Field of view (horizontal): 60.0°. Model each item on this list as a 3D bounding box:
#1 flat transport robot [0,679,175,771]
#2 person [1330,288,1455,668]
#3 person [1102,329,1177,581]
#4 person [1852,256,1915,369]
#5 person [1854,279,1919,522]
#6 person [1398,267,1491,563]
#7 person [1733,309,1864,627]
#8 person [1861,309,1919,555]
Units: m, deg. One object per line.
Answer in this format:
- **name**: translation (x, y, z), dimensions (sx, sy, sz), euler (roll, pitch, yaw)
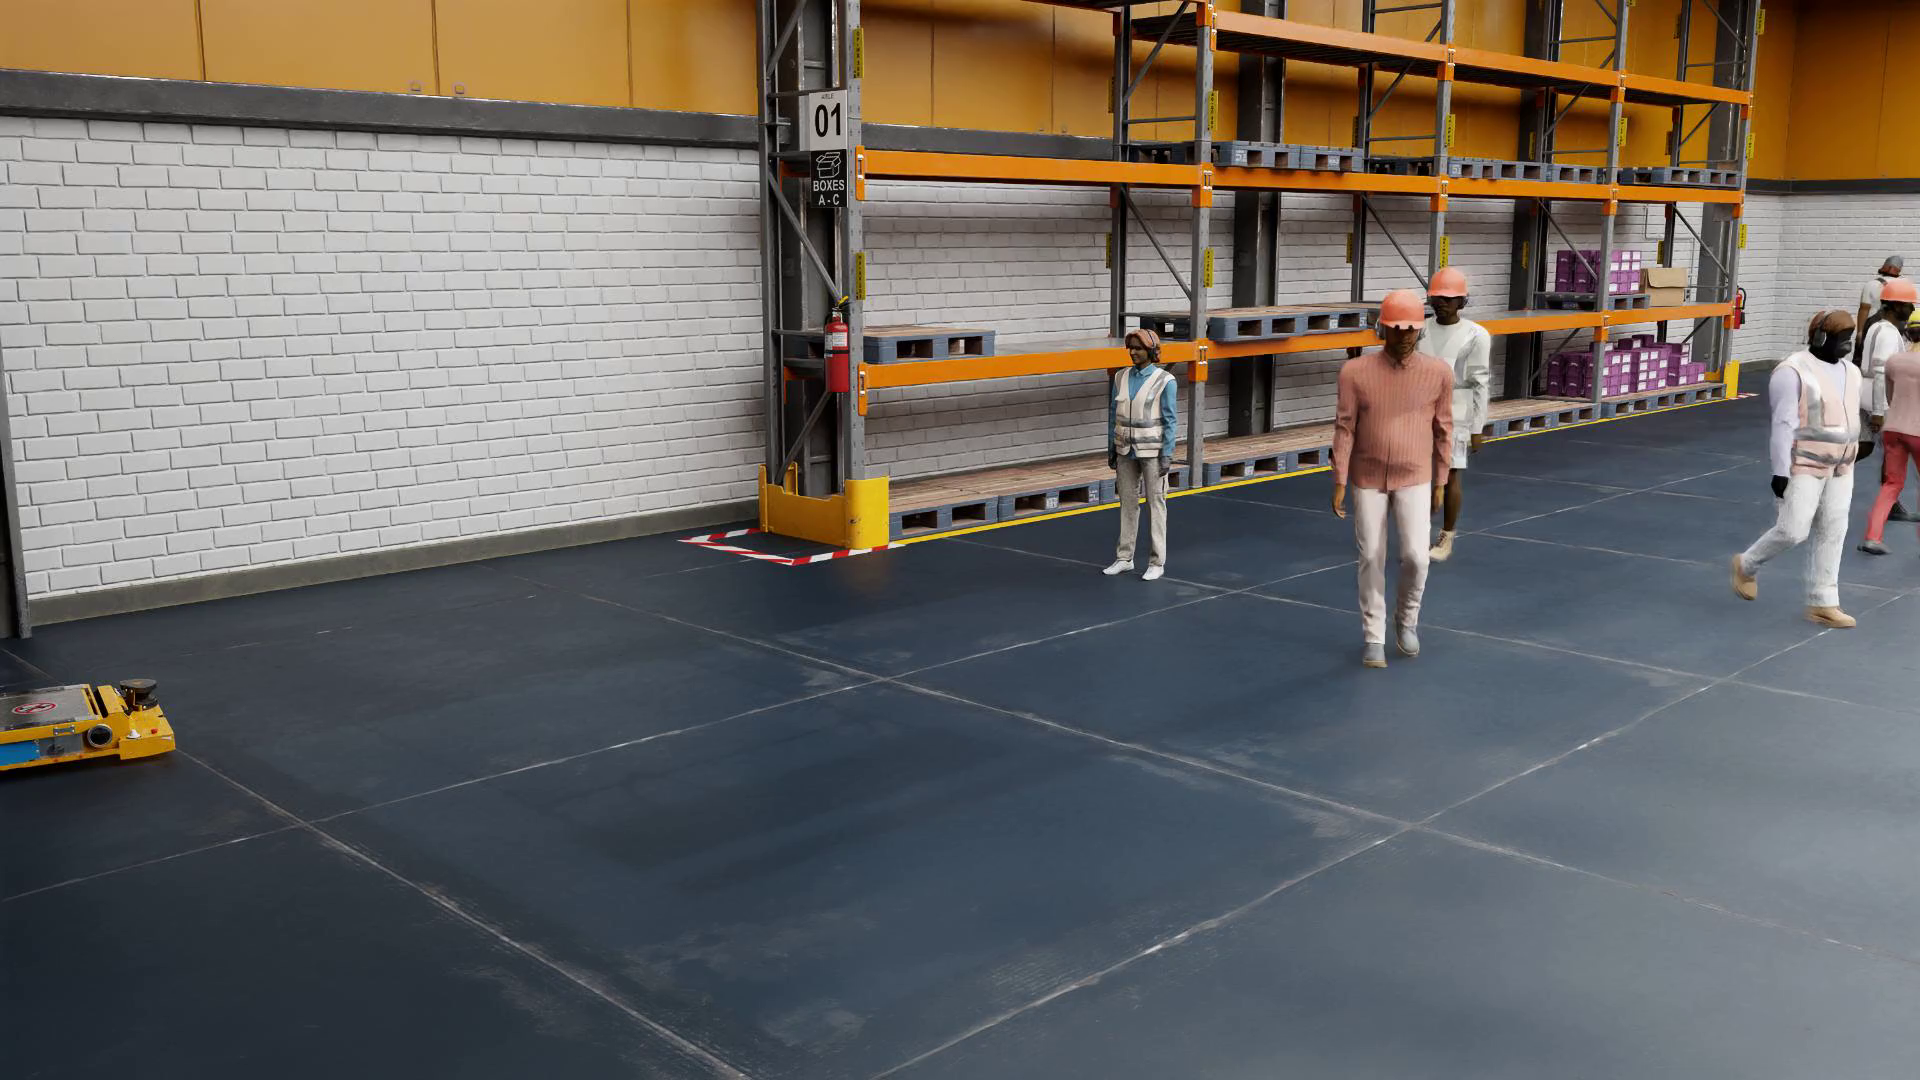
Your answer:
- **flat transport robot**: translation (-4.149, 0.833, 7.029), dimensions (1.431, 0.197, 0.652), euler (-6, 12, -31)
- **person**: translation (2.225, -0.308, 8.604), dimensions (0.612, 1.971, 0.437), euler (2, 11, 13)
- **person**: translation (1.186, -0.558, 10.882), dimensions (0.510, 1.640, 0.308), euler (9, 14, 41)
- **person**: translation (12.230, -2.825, 22.149), dimensions (0.727, 2.000, 0.982), euler (1, 10, 6)
- **person**: translation (7.198, -1.098, 13.150), dimensions (0.739, 1.935, 0.547), euler (4, 11, 19)
- **person**: translation (3.234, -0.822, 11.273), dimensions (0.654, 2.020, 0.647), euler (9, 13, 39)
- **person**: translation (4.924, -0.430, 9.667), dimensions (0.638, 1.823, 0.704), euler (-4, 11, -20)
- **person**: translation (6.610, -0.736, 11.596), dimensions (0.574, 1.743, 0.544), euler (-4, 11, -19)
